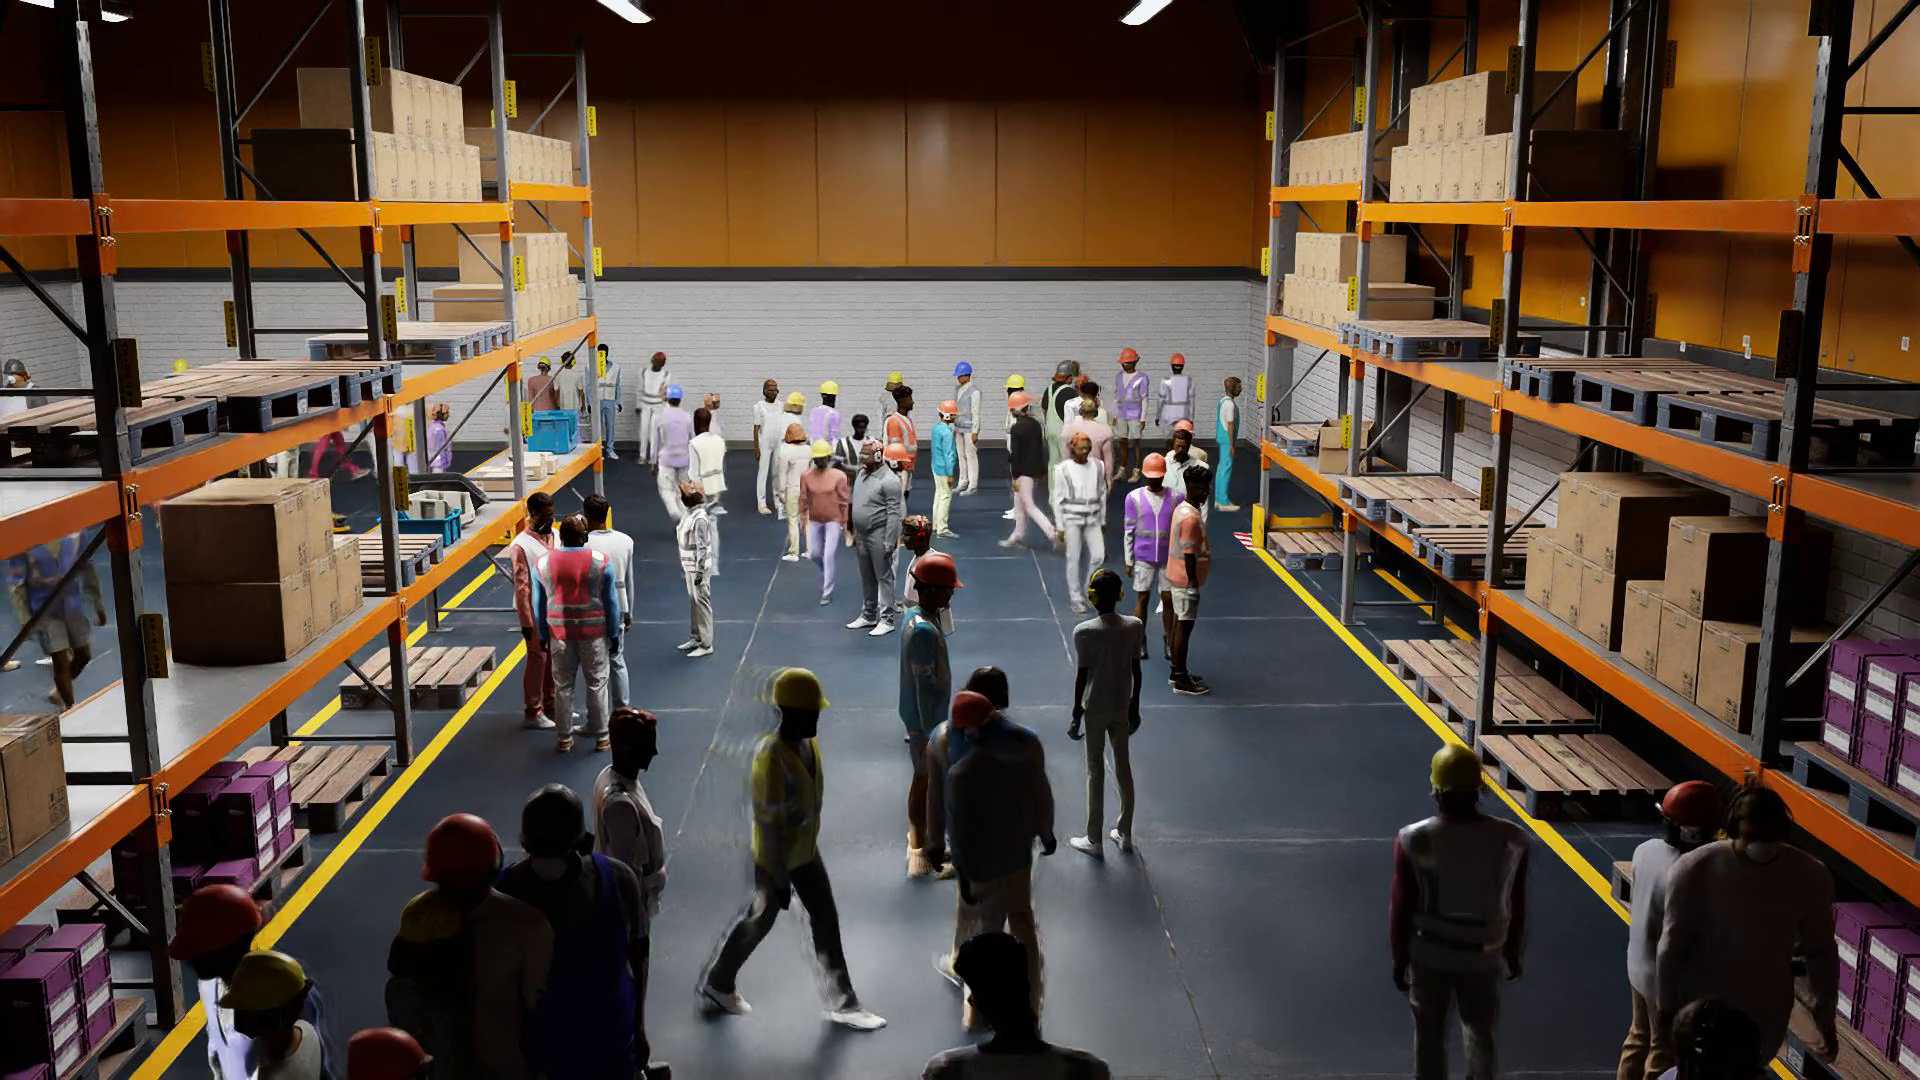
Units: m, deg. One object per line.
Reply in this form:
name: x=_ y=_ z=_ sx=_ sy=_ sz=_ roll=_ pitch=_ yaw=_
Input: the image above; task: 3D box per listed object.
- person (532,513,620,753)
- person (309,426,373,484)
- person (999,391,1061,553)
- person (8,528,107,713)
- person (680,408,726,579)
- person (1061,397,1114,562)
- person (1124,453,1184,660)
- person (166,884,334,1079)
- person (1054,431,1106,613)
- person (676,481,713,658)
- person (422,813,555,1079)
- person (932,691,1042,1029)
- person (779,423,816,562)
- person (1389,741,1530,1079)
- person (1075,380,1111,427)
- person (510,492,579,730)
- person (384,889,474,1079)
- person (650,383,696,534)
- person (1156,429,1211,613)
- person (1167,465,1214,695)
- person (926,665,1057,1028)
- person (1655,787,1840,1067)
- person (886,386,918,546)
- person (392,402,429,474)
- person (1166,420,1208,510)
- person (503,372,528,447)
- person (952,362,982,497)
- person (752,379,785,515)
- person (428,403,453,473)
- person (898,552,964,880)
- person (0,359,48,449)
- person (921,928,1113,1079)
person: x=-2.885 y=0.706 z=12.592 sx=0.633 sy=1.842 sz=0.429 roll=-1 pitch=11 yaw=-3
person: x=-9.363 y=-1.801 z=24.909 sx=1.019 sy=1.937 sz=0.633 roll=-6 pitch=13 yaw=-29
person: x=0.879 y=-0.811 z=19.948 sx=0.898 sy=1.953 sz=0.658 roll=7 pitch=13 yaw=30
person: x=-7.100 y=0.522 z=13.084 sx=0.617 sy=2.011 sz=0.655 roll=9 pitch=14 yaw=38
person: x=-2.847 y=-0.521 z=18.584 sx=0.462 sy=1.906 sz=0.647 roll=6 pitch=13 yaw=27
person: x=1.486 y=-0.690 z=19.348 sx=0.627 sy=1.941 sz=0.372 roll=3 pitch=12 yaw=16
person: x=1.774 y=0.150 z=15.185 sx=0.549 sy=1.924 sz=0.387 roll=0 pitch=11 yaw=0
person: x=-2.406 y=2.047 z=5.838 sx=0.564 sy=1.877 sz=0.843 roll=9 pitch=15 yaw=39
person: x=1.247 y=-0.170 z=16.902 sx=0.598 sy=1.870 sz=0.498 roll=-4 pitch=12 yaw=-18
person: x=-2.440 y=0.259 z=15.352 sx=0.307 sy=1.638 sz=0.511 roll=-5 pitch=12 yaw=-23
person: x=-1.755 y=1.935 z=6.078 sx=0.620 sy=1.986 sz=0.409 roll=3 pitch=12 yaw=15
person: x=0.155 y=1.585 z=8.529 sx=0.633 sy=1.688 sz=0.905 roll=-6 pitch=13 yaw=-28
person: x=-1.900 y=-0.561 z=19.489 sx=0.504 sy=1.626 sz=0.280 roll=-10 pitch=15 yaw=-40
person: x=2.161 y=1.784 z=7.240 sx=0.603 sy=1.818 sz=0.514 roll=1 pitch=11 yaw=5
person: x=1.650 y=-1.051 z=21.120 sx=0.615 sy=1.949 sz=0.416 roll=-9 pitch=14 yaw=-38
person: x=-3.337 y=0.555 z=13.196 sx=0.396 sy=1.908 sz=0.599 roll=3 pitch=12 yaw=17
person: x=-1.861 y=2.085 z=5.961 sx=0.320 sy=1.737 sz=0.486 roll=-9 pitch=14 yaw=-37
person: x=-3.559 y=-0.993 z=20.869 sx=0.615 sy=1.935 sz=0.611 roll=-5 pitch=12 yaw=-23
person: x=2.243 y=-0.191 z=16.924 sx=0.592 sy=1.911 sz=0.384 roll=4 pitch=12 yaw=20
person: x=1.953 y=0.328 z=14.185 sx=0.371 sy=1.961 sz=0.602 roll=1 pitch=11 yaw=3
person: x=0.173 y=1.527 z=8.622 sx=0.627 sy=1.792 sz=0.977 roll=6 pitch=13 yaw=26
person: x=3.131 y=1.882 z=6.581 sx=0.650 sy=1.881 sz=0.971 roll=0 pitch=11 yaw=-1
person: x=-0.702 y=-0.919 z=20.427 sx=0.362 sy=1.966 sz=0.611 roll=3 pitch=12 yaw=14
person: x=-7.397 y=-1.254 z=22.307 sx=0.622 sy=1.893 sz=0.733 roll=1 pitch=11 yaw=7
person: x=2.525 y=-0.486 z=18.822 sx=0.568 sy=1.743 sz=0.368 roll=-6 pitch=13 yaw=-27
person: x=-6.752 y=-1.770 z=25.255 sx=0.318 sy=1.742 sz=0.492 roll=5 pitch=12 yaw=24
person: x=0.078 y=-1.598 z=23.910 sx=0.416 sy=1.939 sz=0.605 roll=-7 pitch=13 yaw=-31
person: x=-2.564 y=-1.257 z=22.468 sx=0.501 sy=1.839 sz=0.347 roll=-10 pitch=15 yaw=-40
person: x=-6.692 y=-0.954 z=21.451 sx=0.313 sy=1.631 sz=0.523 roll=-5 pitch=12 yaw=-25
person: x=-0.178 y=1.076 z=10.278 sx=0.405 sy=2.032 sz=0.610 roll=-1 pitch=11 yaw=-3
person: x=-13.102 y=-1.505 z=23.178 sx=0.674 sy=2.000 sz=0.535 roll=1 pitch=11 yaw=7
person: x=0.202 y=2.132 z=5.217 sx=0.658 sy=1.927 sz=0.621 roll=1 pitch=11 yaw=6
